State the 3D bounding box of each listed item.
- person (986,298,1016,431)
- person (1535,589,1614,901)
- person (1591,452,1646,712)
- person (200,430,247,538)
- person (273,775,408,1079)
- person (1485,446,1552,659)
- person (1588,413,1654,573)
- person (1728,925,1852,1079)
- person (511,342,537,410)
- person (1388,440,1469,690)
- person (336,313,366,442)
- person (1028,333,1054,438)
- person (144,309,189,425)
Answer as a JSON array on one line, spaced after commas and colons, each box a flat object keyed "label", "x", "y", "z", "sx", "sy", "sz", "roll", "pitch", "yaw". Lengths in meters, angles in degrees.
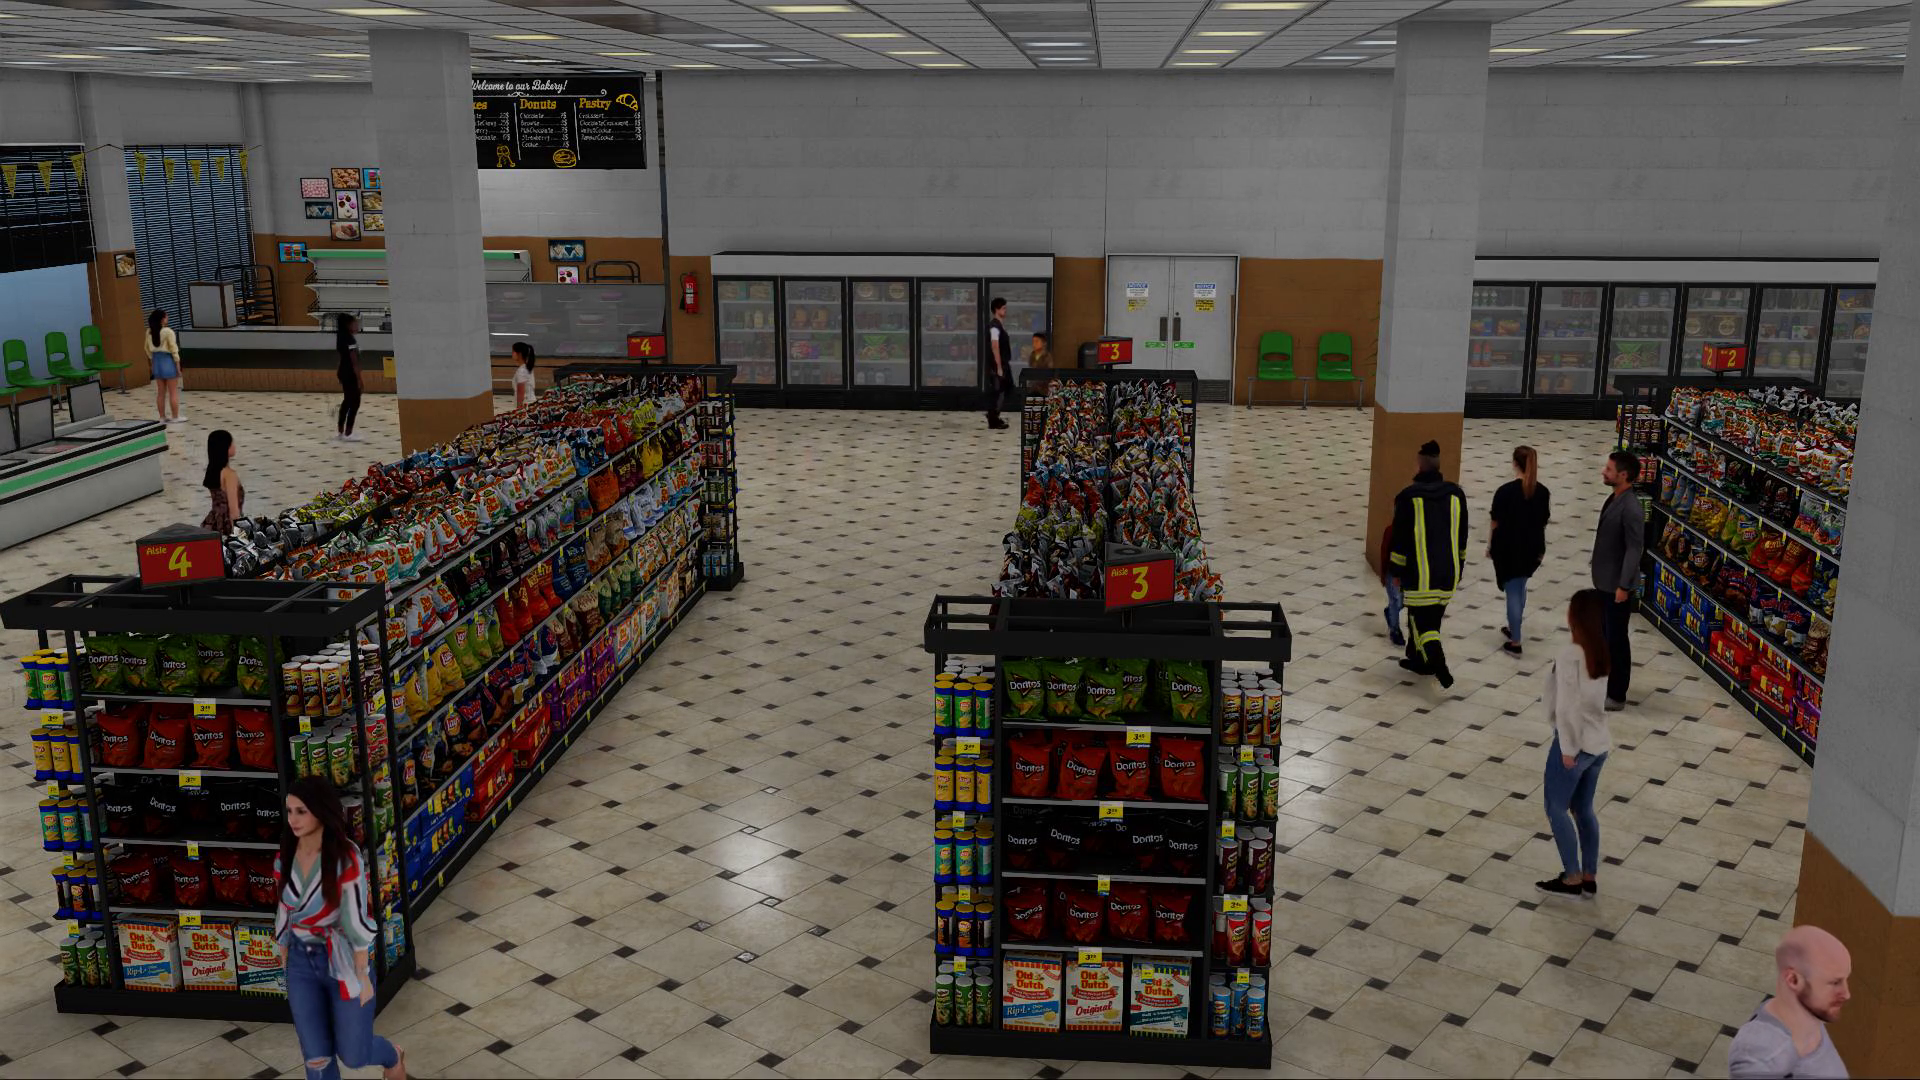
[{"label": "person", "x": 0.446, "y": -2.447, "z": 23.246, "sx": 0.744, "sy": 1.832, "sz": 0.582, "roll": 2, "pitch": 14, "yaw": 8}, {"label": "person", "x": 3.343, "y": 1.124, "z": 8.891, "sx": 0.843, "sy": 1.660, "sz": 0.788, "roll": 10, "pitch": 17, "yaw": 37}, {"label": "person", "x": 4.698, "y": 0.283, "z": 11.904, "sx": 0.745, "sy": 1.873, "sz": 0.551, "roll": 2, "pitch": 14, "yaw": 8}, {"label": "person", "x": -5.891, "y": 0.028, "z": 13.224, "sx": 0.924, "sy": 1.746, "sz": 1.091, "roll": 10, "pitch": 17, "yaw": 34}, {"label": "person", "x": -2.475, "y": 1.692, "z": 6.674, "sx": 0.669, "sy": 1.599, "sz": 0.839, "roll": 3, "pitch": 14, "yaw": 14}, {"label": "person", "x": 4.420, "y": 0.108, "z": 13.060, "sx": 0.701, "sy": 1.669, "sz": 0.852, "roll": -1, "pitch": 14, "yaw": -5}, {"label": "person", "x": 6.318, "y": -0.373, "z": 15.213, "sx": 0.667, "sy": 1.587, "sz": 0.985, "roll": 1, "pitch": 14, "yaw": 4}, {"label": "person", "x": 2.405, "y": 1.991, "z": 4.935, "sx": 0.823, "sy": 1.838, "sz": 0.720, "roll": 11, "pitch": 17, "yaw": 37}, {"label": "person", "x": -5.152, "y": -1.568, "z": 20.038, "sx": 0.669, "sy": 1.635, "sz": 0.600, "roll": 0, "pitch": 14, "yaw": 0}, {"label": "person", "x": 3.512, "y": 0.217, "z": 12.270, "sx": 0.971, "sy": 1.829, "sz": 1.161, "roll": -3, "pitch": 14, "yaw": -11}, {"label": "person", "x": -8.266, "y": -2.185, "z": 22.416, "sx": 0.826, "sy": 1.715, "sz": 0.928, "roll": 13, "pitch": 18, "yaw": 42}, {"label": "person", "x": 1.131, "y": -2.077, "z": 22.557, "sx": 0.776, "sy": 1.438, "sz": 0.917, "roll": 9, "pitch": 16, "yaw": 32}, {"label": "person", "x": -11.414, "y": -2.492, "z": 23.861, "sx": 0.667, "sy": 1.630, "sz": 0.571, "roll": 3, "pitch": 14, "yaw": 12}]
